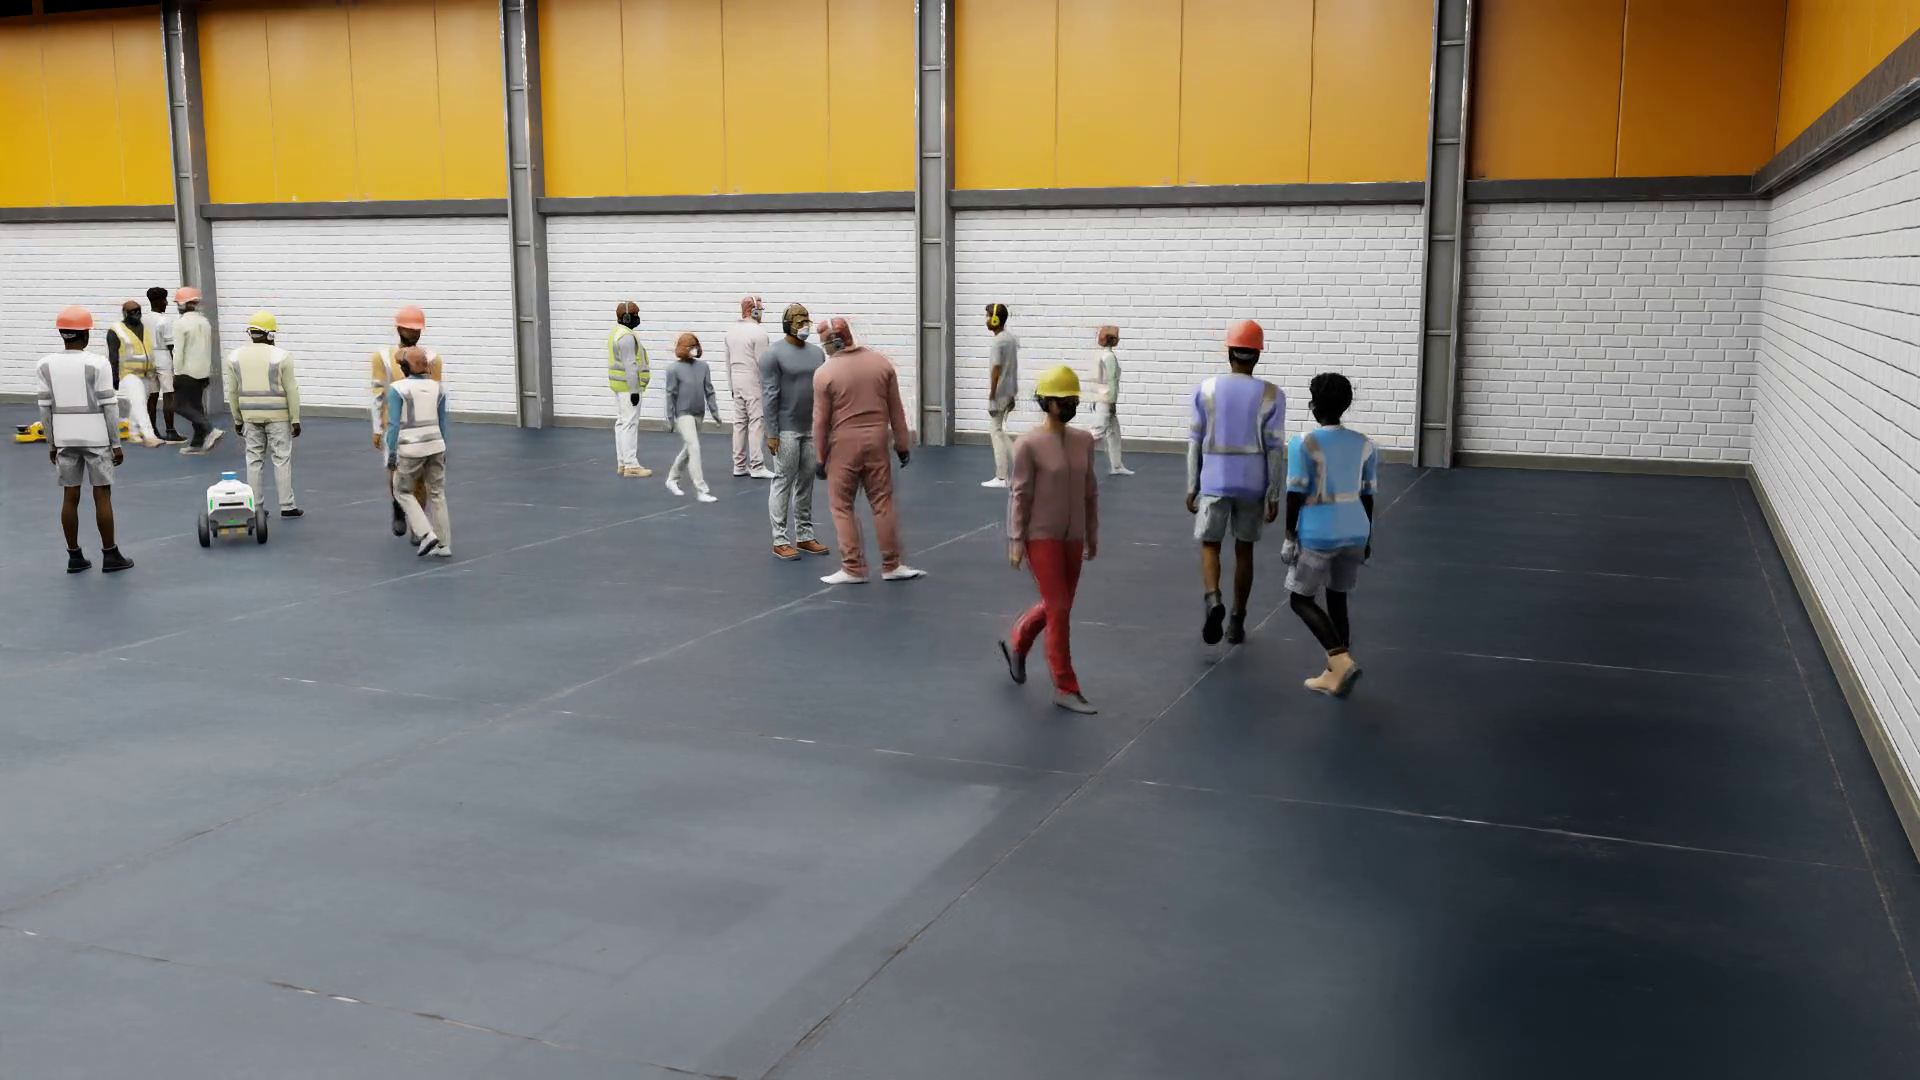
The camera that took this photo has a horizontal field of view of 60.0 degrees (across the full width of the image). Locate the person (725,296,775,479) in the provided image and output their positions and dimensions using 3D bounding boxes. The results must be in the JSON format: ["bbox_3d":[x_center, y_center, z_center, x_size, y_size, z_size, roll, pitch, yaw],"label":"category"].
[{"bbox_3d":[-2.169,-1.596,17.423,0.402,1.906,0.651,-9,13,-43],"label":"person"}]

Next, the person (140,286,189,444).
[{"bbox_3d":[-9.984,-2.178,20.761,0.612,1.963,0.363,3,10,19],"label":"person"}]

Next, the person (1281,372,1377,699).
[{"bbox_3d":[1.907,0.003,8.375,0.556,1.683,0.493,-5,10,-27],"label":"person"}]

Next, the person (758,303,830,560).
[{"bbox_3d":[-1.240,-0.825,12.653,0.372,1.940,0.631,8,12,39],"label":"person"}]

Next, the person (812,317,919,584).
[{"bbox_3d":[-0.669,-0.626,11.673,0.801,1.874,0.408,-5,11,-29],"label":"person"}]

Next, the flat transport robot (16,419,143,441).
[{"bbox_3d":[-11.246,-1.420,21.298,1.431,0.197,0.652,-4,10,-24],"label":"flat transport robot"}]

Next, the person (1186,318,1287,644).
[{"bbox_3d":[1.589,-0.316,9.623,0.571,1.922,0.638,2,10,11],"label":"person"}]

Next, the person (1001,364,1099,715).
[{"bbox_3d":[0.445,-0.034,8.463,0.527,1.742,0.779,-7,12,-38],"label":"person"}]

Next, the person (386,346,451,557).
[{"bbox_3d":[-4.087,-0.652,12.577,0.384,1.619,0.537,7,11,35],"label":"person"}]

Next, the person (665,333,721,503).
[{"bbox_3d":[-2.590,-1.179,15.827,0.820,1.599,0.509,7,12,38],"label":"person"}]

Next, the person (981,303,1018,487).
[{"bbox_3d":[0.411,-1.439,16.626,0.426,1.854,0.555,4,10,22],"label":"person"}]

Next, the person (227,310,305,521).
[{"bbox_3d":[-6.041,-1.078,14.507,0.600,1.830,0.403,0,9,2],"label":"person"}]

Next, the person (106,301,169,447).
[{"bbox_3d":[-10.142,-2.053,20.540,0.963,1.797,0.620,6,11,30],"label":"person"}]

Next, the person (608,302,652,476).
[{"bbox_3d":[-3.491,-1.593,17.597,0.429,1.843,0.633,-4,10,-23],"label":"person"}]

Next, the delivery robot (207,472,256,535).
[{"bbox_3d":[-5.870,-0.303,13.386,0.477,0.478,0.707,-4,10,-24],"label":"delivery robot"}]

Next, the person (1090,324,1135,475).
[{"bbox_3d":[1.464,-1.465,17.531,0.754,1.611,0.524,-1,9,-7],"label":"person"}]

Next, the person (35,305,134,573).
[{"bbox_3d":[-6.336,-0.723,12.030,0.543,1.939,0.362,0,9,-2],"label":"person"}]

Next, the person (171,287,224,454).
[{"bbox_3d":[-8.936,-1.961,19.411,0.546,1.977,0.648,1,9,8],"label":"person"}]

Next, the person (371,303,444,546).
[{"bbox_3d":[-4.381,-0.915,13.227,0.558,1.925,0.503,-5,10,-26],"label":"person"}]
